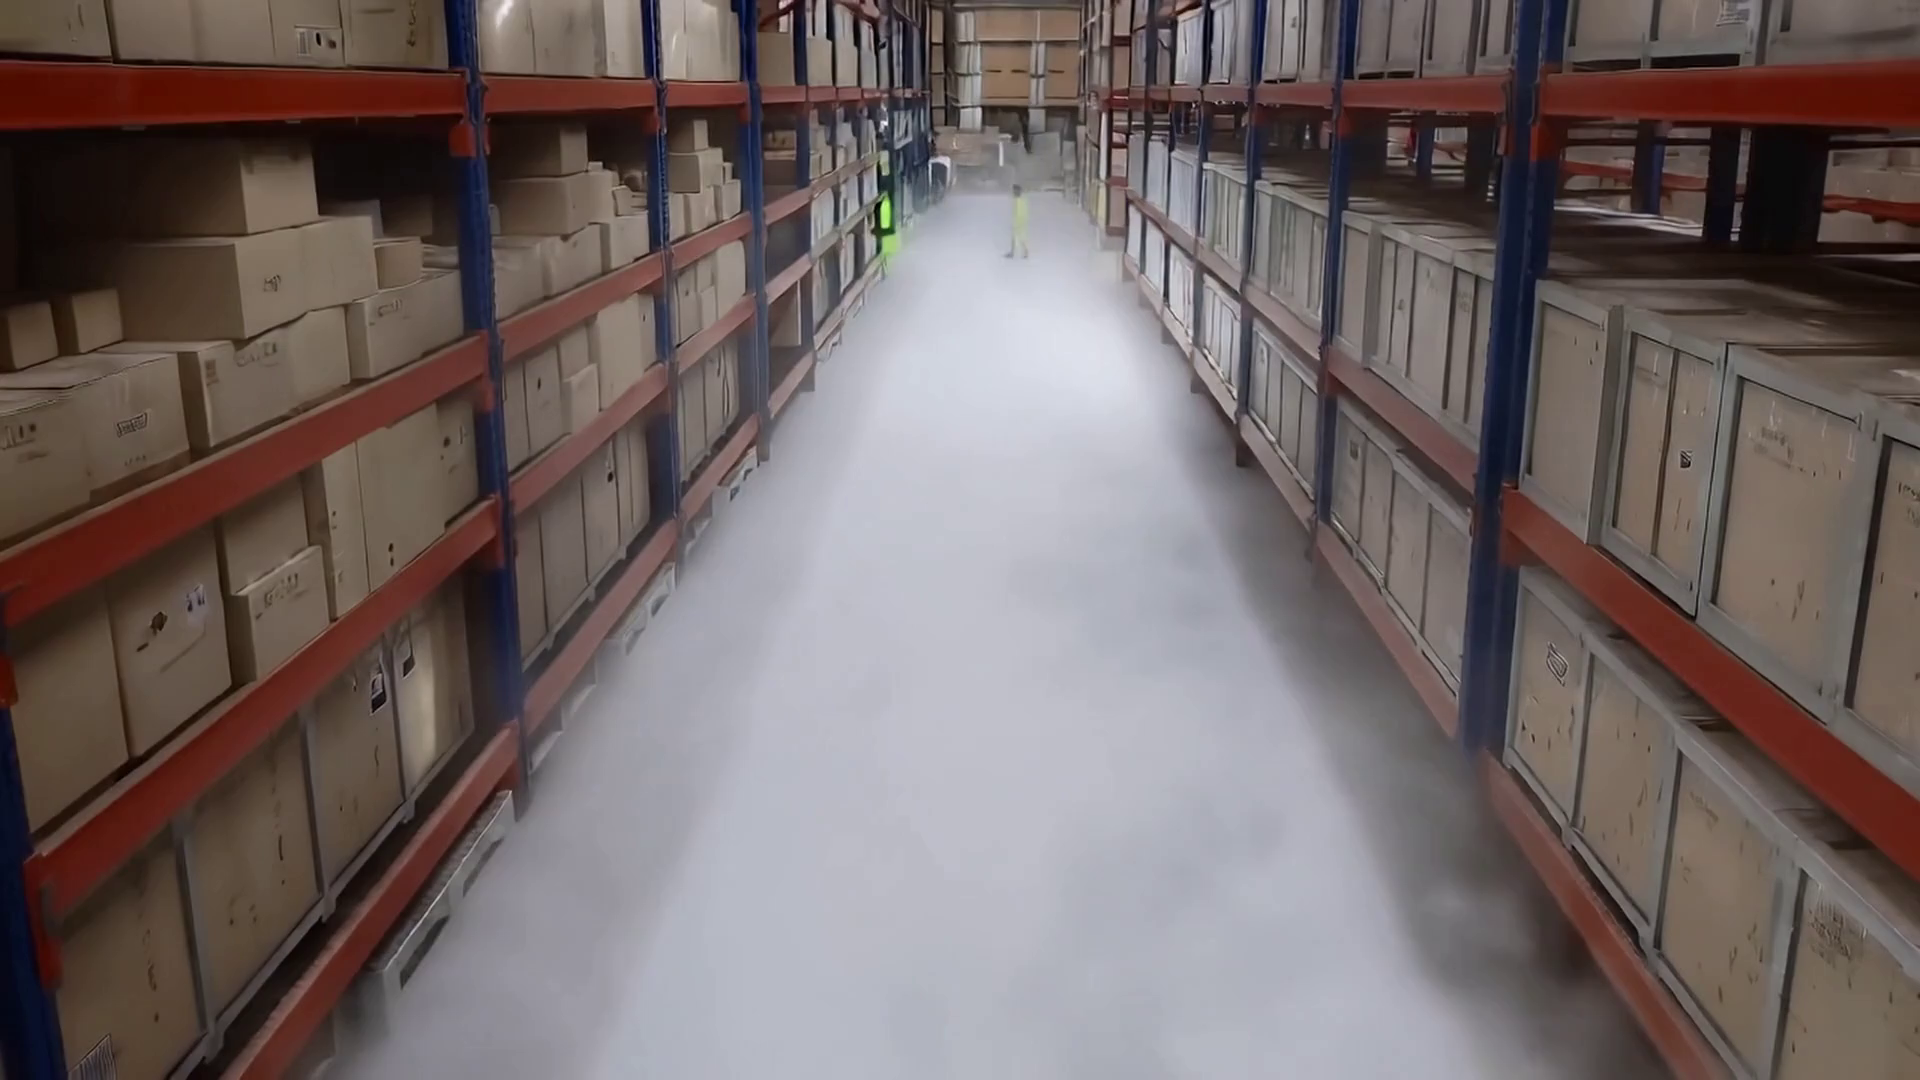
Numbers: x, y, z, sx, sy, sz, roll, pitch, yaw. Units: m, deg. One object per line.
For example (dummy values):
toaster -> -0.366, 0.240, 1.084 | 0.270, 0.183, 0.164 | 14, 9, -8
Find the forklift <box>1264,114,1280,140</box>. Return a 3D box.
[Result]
forklift -> 11.018, -13.913, 59.556 | 1.129, 2.768, 1.873 | 0, 15, 2

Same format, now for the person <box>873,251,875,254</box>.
person -> -2.086, -6.338, 33.438 | 0.989, 1.804, 0.578 | -4, 16, -15

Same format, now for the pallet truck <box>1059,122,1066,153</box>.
pallet truck -> 5.788, -21.111, 88.014 | 1.885, 1.965, 0.823 | 5, 16, 18

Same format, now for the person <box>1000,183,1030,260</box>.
person -> 1.166, -6.767, 35.399 | 0.801, 1.602, 0.513 | -5, 16, -16

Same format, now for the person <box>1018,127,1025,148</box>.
person -> 3.511, -22.352, 93.390 | 0.873, 1.587, 0.532 | -1, 15, -4

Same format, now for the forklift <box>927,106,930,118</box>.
forklift -> -1.953, -21.125, 86.391 | 1.129, 2.768, 1.873 | 0, 15, 2
